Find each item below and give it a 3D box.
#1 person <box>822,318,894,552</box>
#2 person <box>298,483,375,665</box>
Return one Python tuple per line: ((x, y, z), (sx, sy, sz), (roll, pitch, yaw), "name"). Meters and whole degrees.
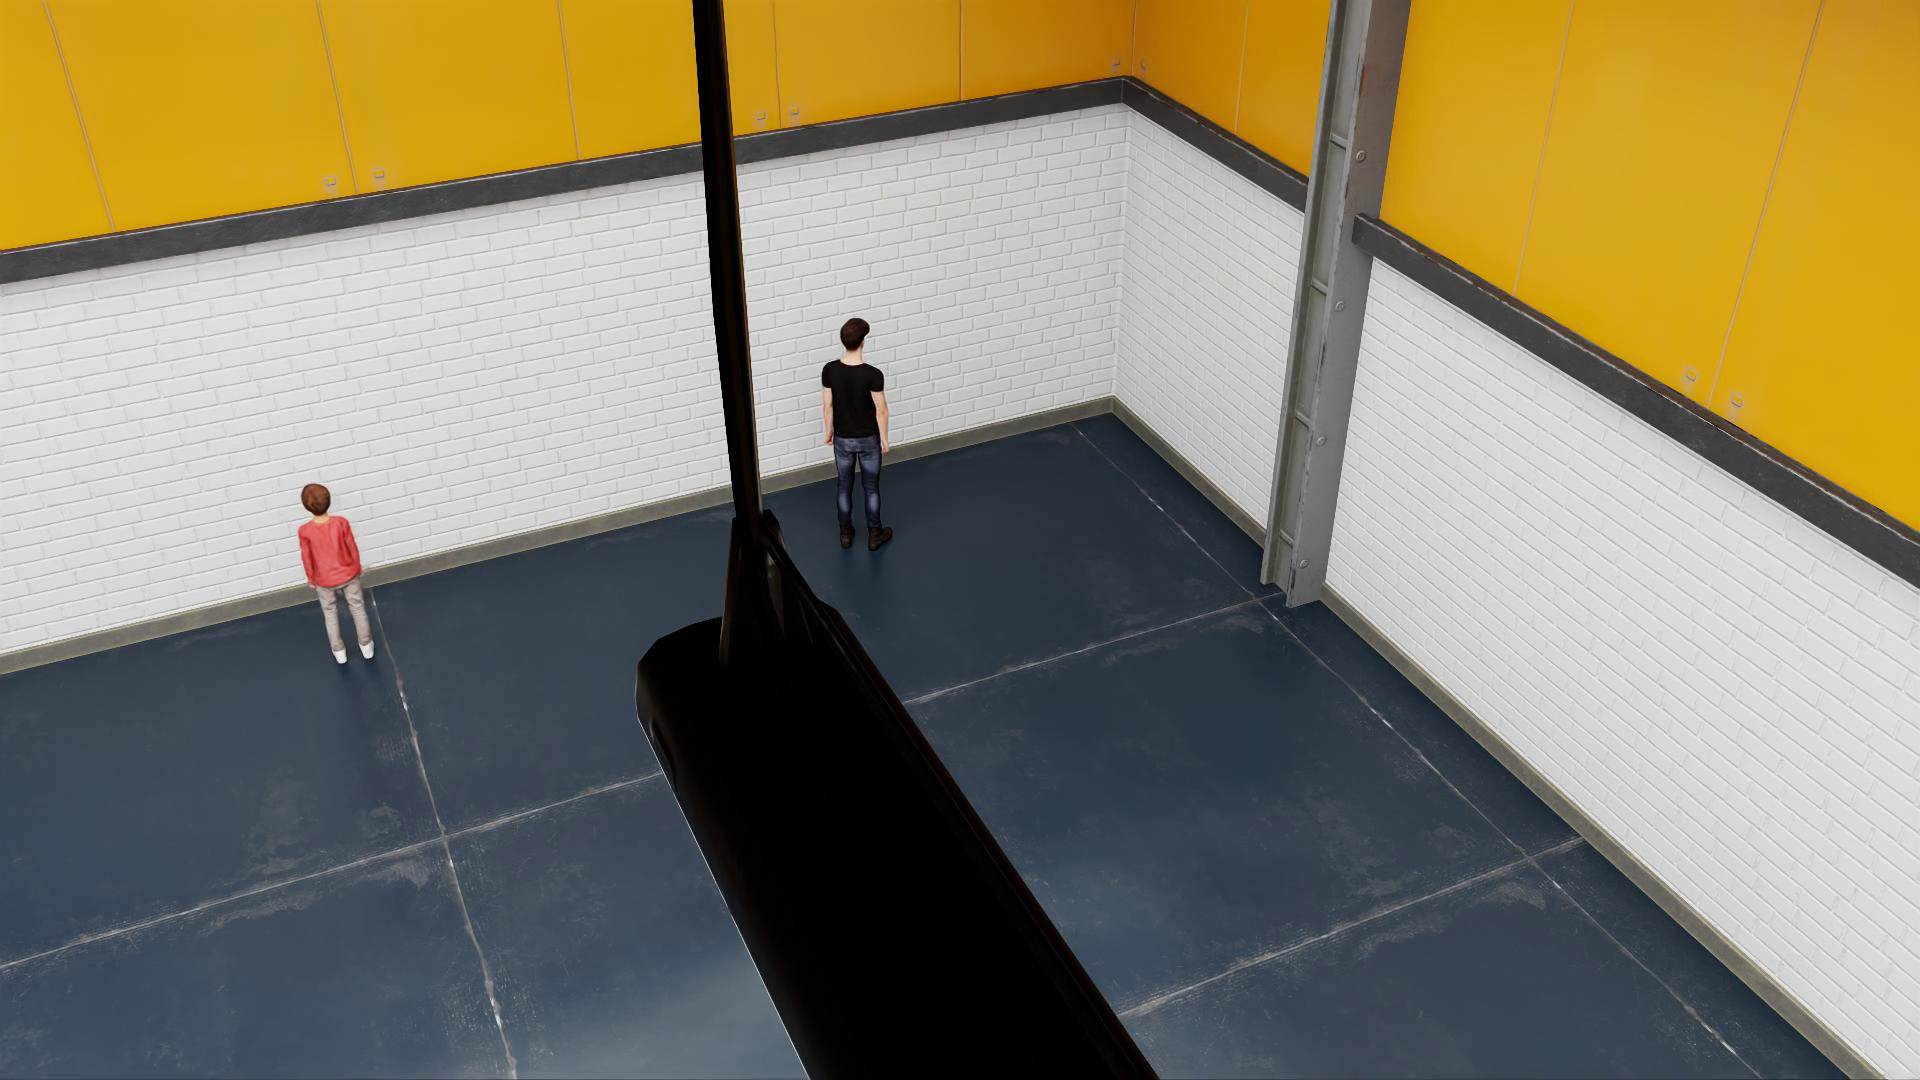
((-0.786, -0.786, 12.602), (0.747, 1.896, 0.780), (8, 34, 11), "person")
((-4.312, 0.231, 11.504), (0.528, 1.419, 0.485), (-13, 36, -18), "person")
